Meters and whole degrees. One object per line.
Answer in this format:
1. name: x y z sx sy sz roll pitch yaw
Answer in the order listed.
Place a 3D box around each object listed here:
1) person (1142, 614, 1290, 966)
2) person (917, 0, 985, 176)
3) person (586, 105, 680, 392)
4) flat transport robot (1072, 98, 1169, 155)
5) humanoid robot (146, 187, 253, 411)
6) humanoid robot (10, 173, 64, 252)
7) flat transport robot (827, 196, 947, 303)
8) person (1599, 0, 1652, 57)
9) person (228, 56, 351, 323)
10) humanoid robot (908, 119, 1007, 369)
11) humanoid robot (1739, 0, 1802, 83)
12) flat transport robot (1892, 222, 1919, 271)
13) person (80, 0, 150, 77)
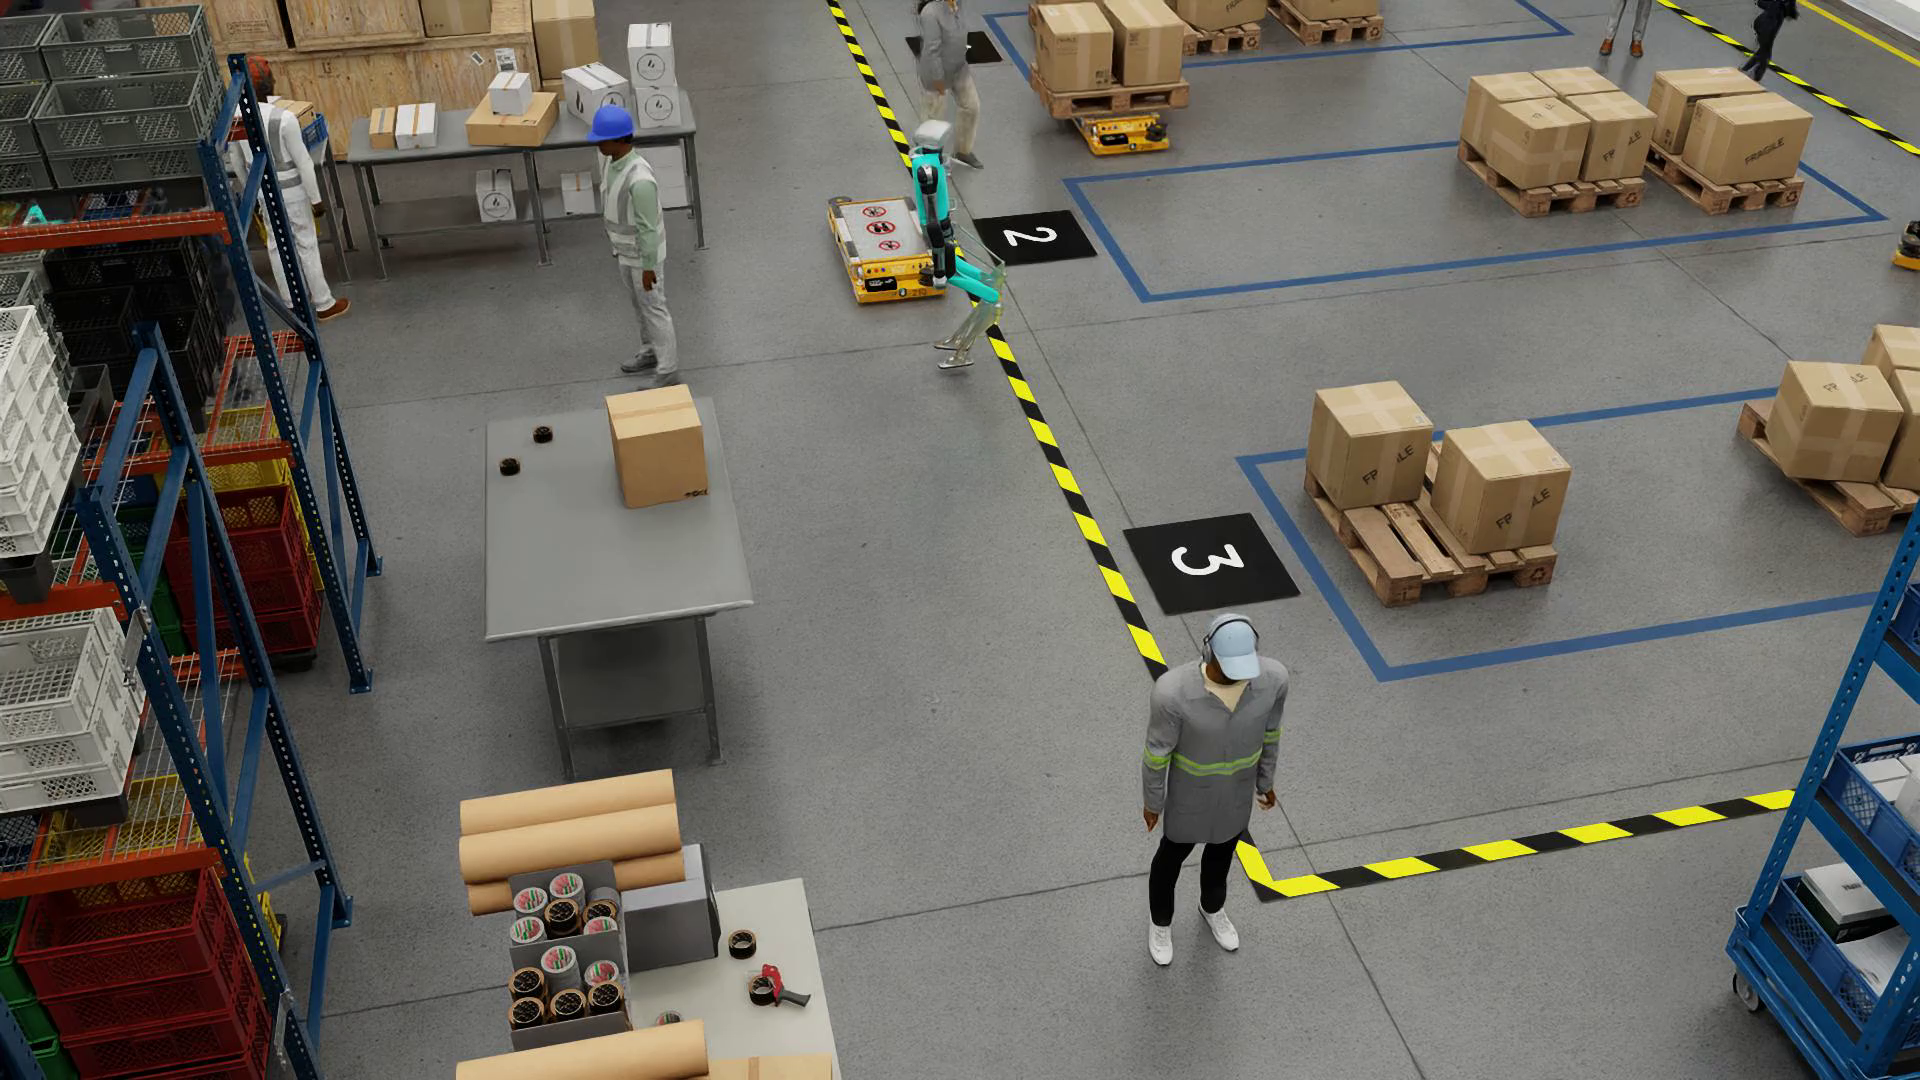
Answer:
1. person: 1.038 1.033 6.839 0.597 1.850 0.395 -8 37 -11
2. person: -0.061 -3.759 13.360 0.581 1.755 0.574 24 43 29
3. person: -2.085 -1.859 10.656 0.415 1.939 0.607 -18 40 -23
4. flat transport robot: 1.305 -3.777 14.606 0.652 0.197 1.431 -8 37 -10
5. humanoid robot: -4.844 -1.617 10.543 0.612 1.649 0.336 18 40 23
6. humanoid robot: -5.690 -1.427 10.234 0.979 1.743 0.539 -6 37 -8
7. flat transport robot: -0.570 -2.220 12.538 0.659 0.231 1.431 -8 37 -10
8. person: 6.420 -5.471 15.556 0.589 1.881 0.379 9 38 12
9. person: -4.643 -2.377 11.395 0.578 1.881 0.343 9 38 12
10. humanoid robot: 0.045 -1.897 10.763 0.735 1.674 0.533 -1 37 -1
11. humanoid robot: 7.197 -4.723 14.743 0.607 1.637 0.479 -26 44 -30
12. flat transport robot: 7.766 -2.085 12.332 1.431 0.197 0.652 21 41 25
13. person: -7.476 -4.722 14.640 0.407 1.780 0.666 16 40 21
